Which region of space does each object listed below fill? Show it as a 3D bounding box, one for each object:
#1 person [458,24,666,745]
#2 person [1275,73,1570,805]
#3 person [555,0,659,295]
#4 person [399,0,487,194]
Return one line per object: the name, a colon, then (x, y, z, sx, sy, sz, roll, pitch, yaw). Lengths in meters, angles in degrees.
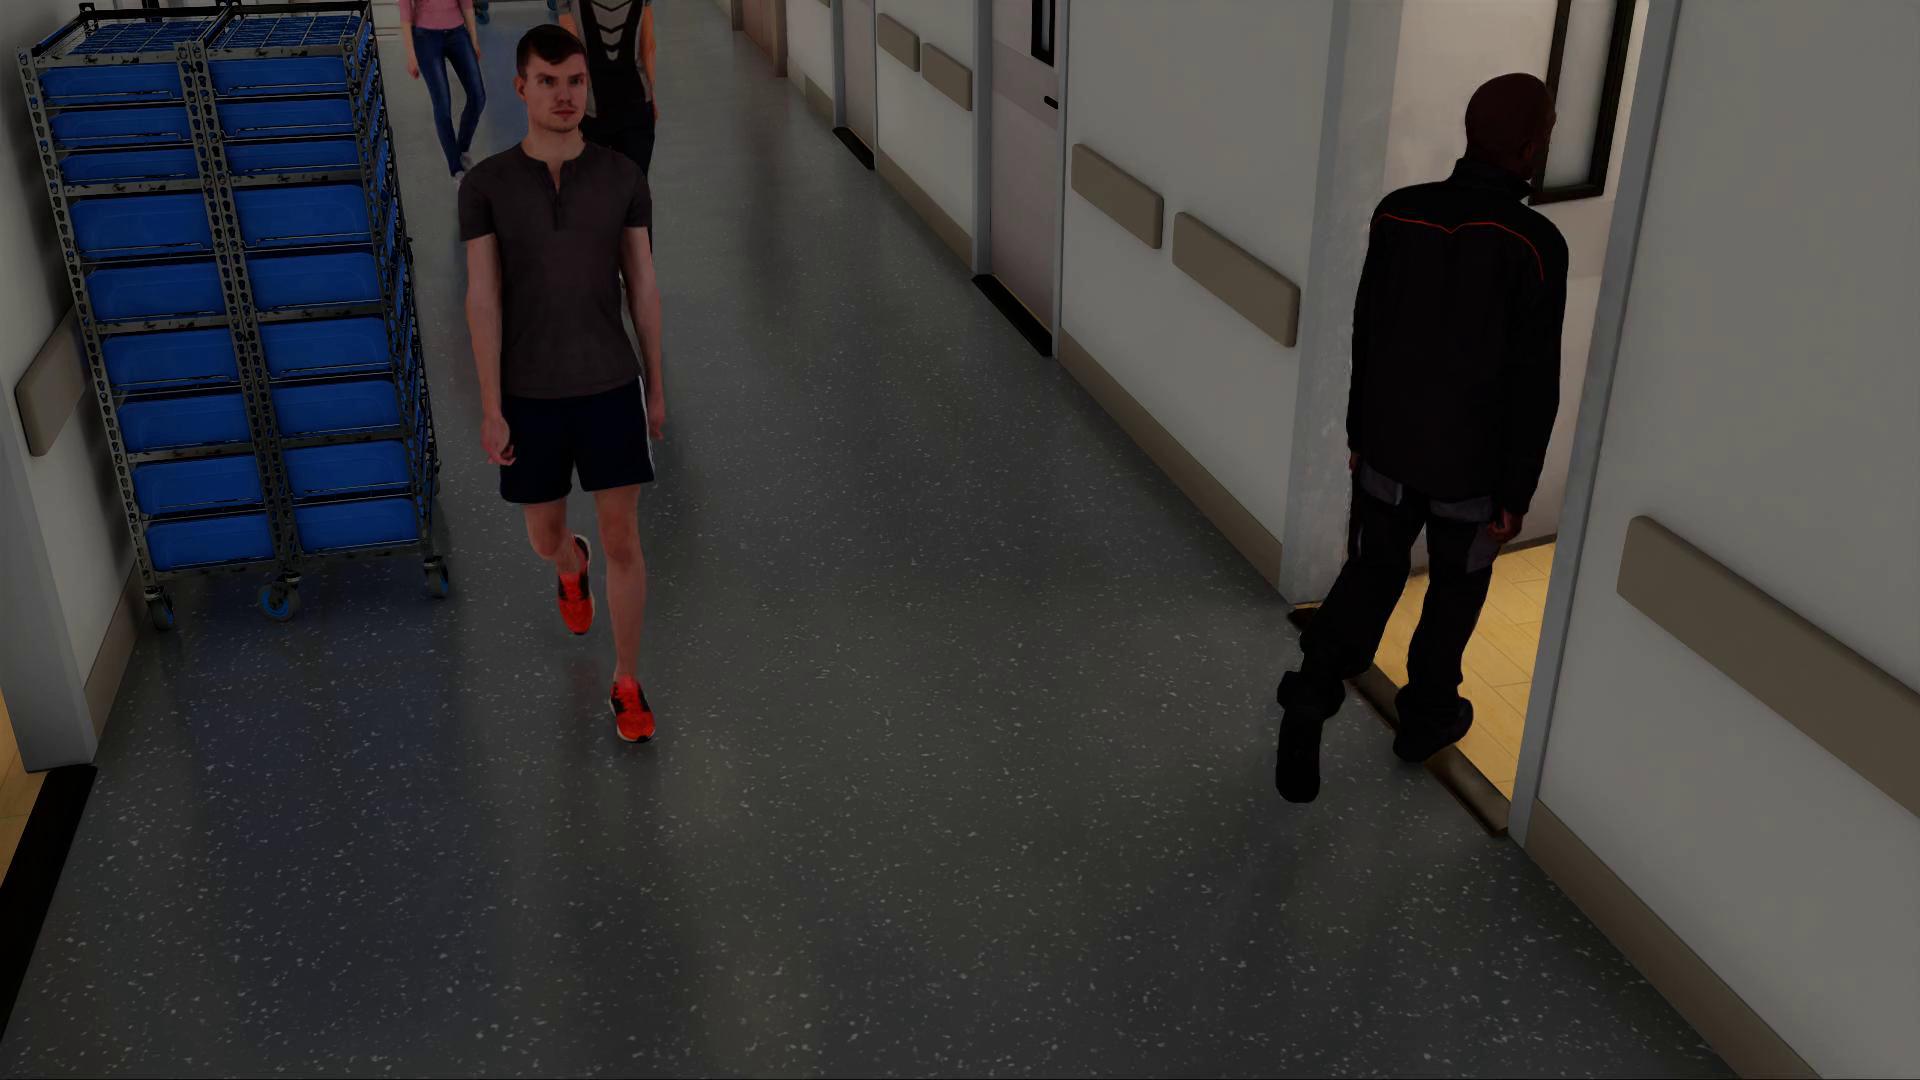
person: (-1.047, -0.410, 4.418, 0.635, 1.827, 1.039, -7, 27, -14)
person: (1.093, -0.173, 3.966, 1.132, 1.791, 1.122, 20, 32, 35)
person: (-1.561, -1.982, 7.617, 0.711, 1.879, 0.718, -14, 29, -27)
person: (-3.051, -2.922, 9.730, 0.698, 1.737, 0.725, -16, 30, -30)
